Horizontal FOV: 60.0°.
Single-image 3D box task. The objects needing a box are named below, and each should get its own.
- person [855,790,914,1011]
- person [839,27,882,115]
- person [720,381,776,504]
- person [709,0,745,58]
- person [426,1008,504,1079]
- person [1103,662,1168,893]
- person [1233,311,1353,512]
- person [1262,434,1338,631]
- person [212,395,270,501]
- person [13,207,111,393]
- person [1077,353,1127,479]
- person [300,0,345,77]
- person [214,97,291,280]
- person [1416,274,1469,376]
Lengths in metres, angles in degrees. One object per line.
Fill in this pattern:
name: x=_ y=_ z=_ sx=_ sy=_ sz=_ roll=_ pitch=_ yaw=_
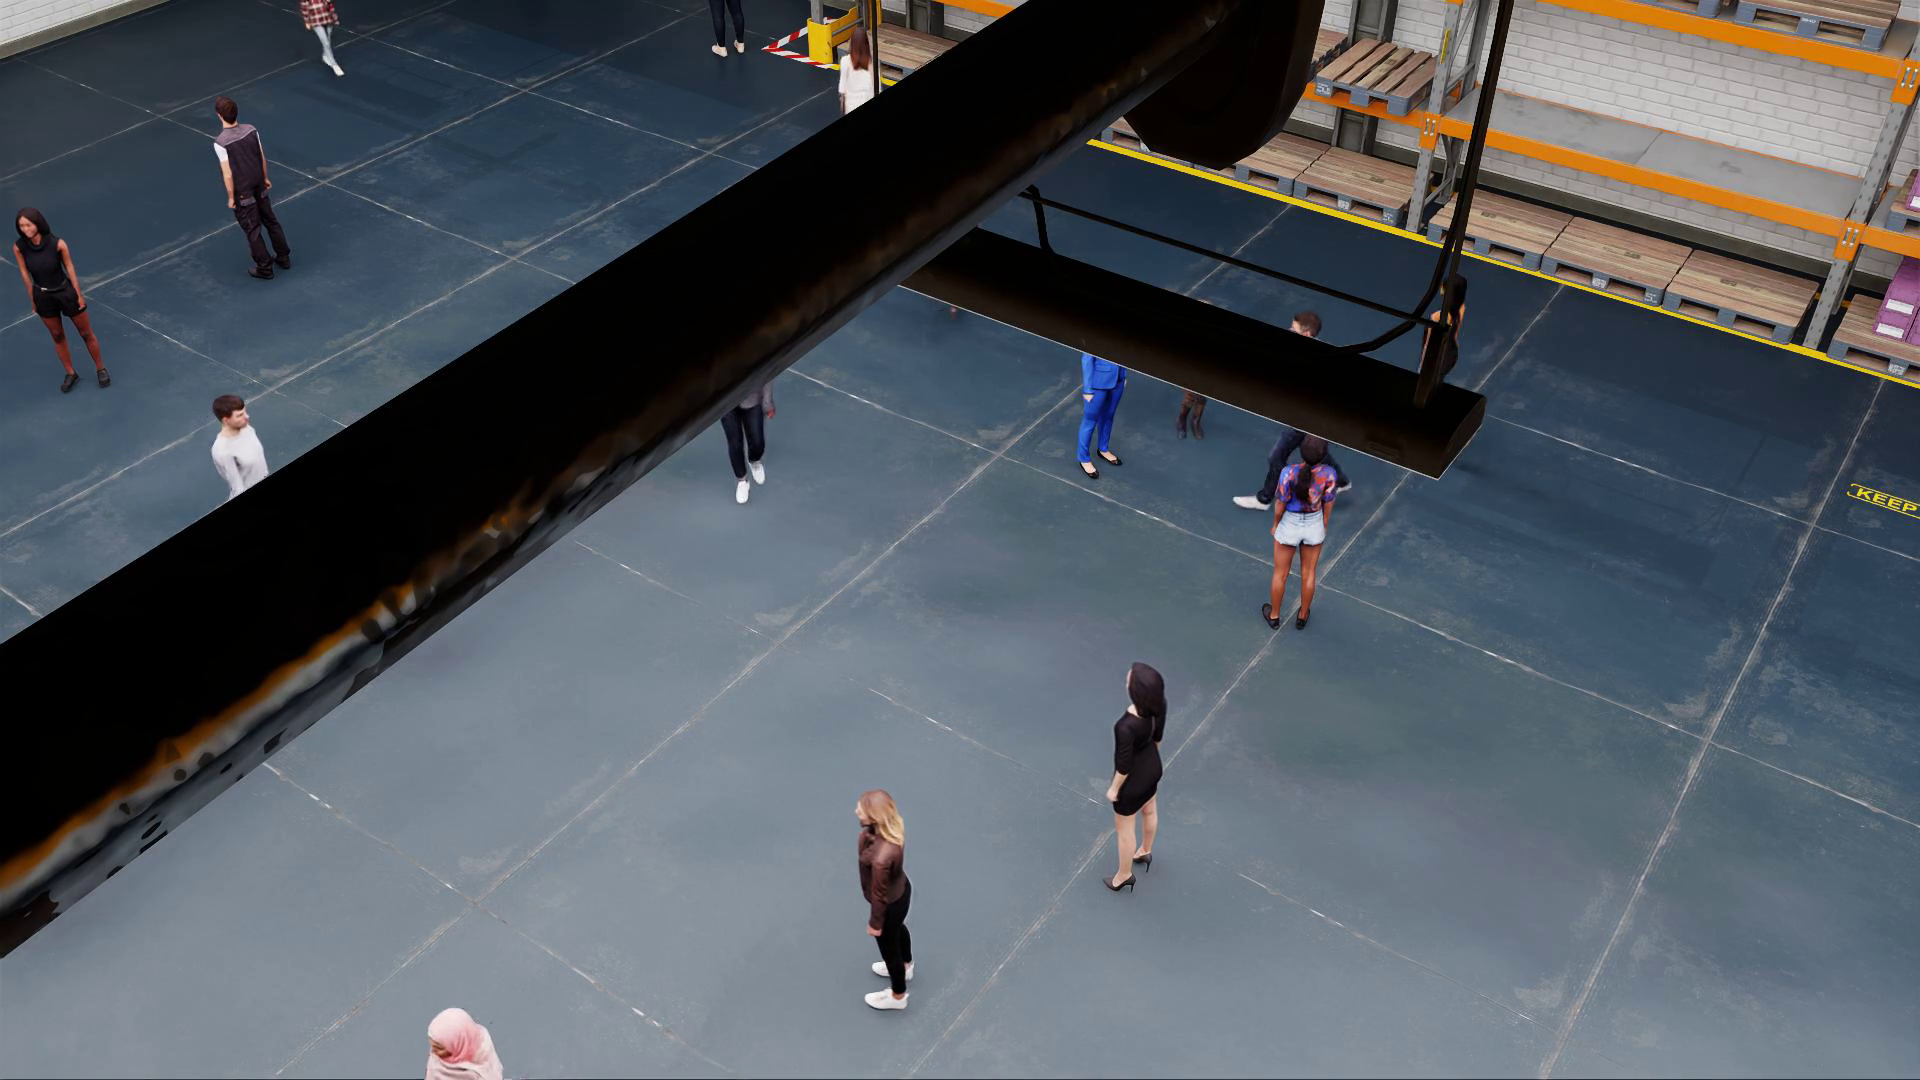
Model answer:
person: x=-0.401 y=2.050 z=9.503 sx=0.680 sy=1.702 sz=0.672 roll=2 pitch=39 yaw=3
person: x=-1.058 y=-4.674 z=17.958 sx=1.050 sy=1.657 sz=1.112 roll=-6 pitch=39 yaw=-8
person: x=-1.786 y=-1.157 z=13.439 sx=0.871 sy=1.800 sz=0.943 roll=-4 pitch=39 yaw=-5
person: x=-2.934 y=-6.936 z=20.668 sx=0.729 sy=1.810 sz=0.733 roll=-20 pitch=43 yaw=-23
person: x=-2.337 y=2.887 z=8.383 sx=0.707 sy=1.790 sz=0.754 roll=28 pitch=47 yaw=31
person: x=1.080 y=1.456 z=10.162 sx=0.523 sy=1.807 sz=0.617 roll=29 pitch=47 yaw=32
person: x=2.808 y=-0.990 z=13.206 sx=1.321 sy=1.829 sz=1.125 roll=2 pitch=39 yaw=2
person: x=2.479 y=-0.068 z=12.121 sx=0.627 sy=1.743 sz=0.729 roll=1 pitch=39 yaw=2
person: x=-5.291 y=-0.243 z=12.290 sx=1.205 sy=1.806 sz=0.920 roll=7 pitch=39 yaw=9
person: x=-7.977 y=-2.134 z=14.711 sx=0.675 sy=1.740 sz=0.722 roll=-9 pitch=39 yaw=-11
person: x=1.175 y=-1.315 z=13.717 sx=0.676 sy=1.701 sz=0.629 roll=-29 pitch=47 yaw=-31
person: x=-7.864 y=-6.399 z=20.424 sx=0.673 sy=1.275 sz=0.937 roll=-28 pitch=46 yaw=-30
person: x=-6.962 y=-3.450 z=16.271 sx=0.588 sy=1.848 sz=0.674 roll=20 pitch=43 yaw=23
person: x=4.067 y=-1.472 z=13.954 sx=0.712 sy=1.650 sz=0.942 roll=-29 pitch=47 yaw=-32
